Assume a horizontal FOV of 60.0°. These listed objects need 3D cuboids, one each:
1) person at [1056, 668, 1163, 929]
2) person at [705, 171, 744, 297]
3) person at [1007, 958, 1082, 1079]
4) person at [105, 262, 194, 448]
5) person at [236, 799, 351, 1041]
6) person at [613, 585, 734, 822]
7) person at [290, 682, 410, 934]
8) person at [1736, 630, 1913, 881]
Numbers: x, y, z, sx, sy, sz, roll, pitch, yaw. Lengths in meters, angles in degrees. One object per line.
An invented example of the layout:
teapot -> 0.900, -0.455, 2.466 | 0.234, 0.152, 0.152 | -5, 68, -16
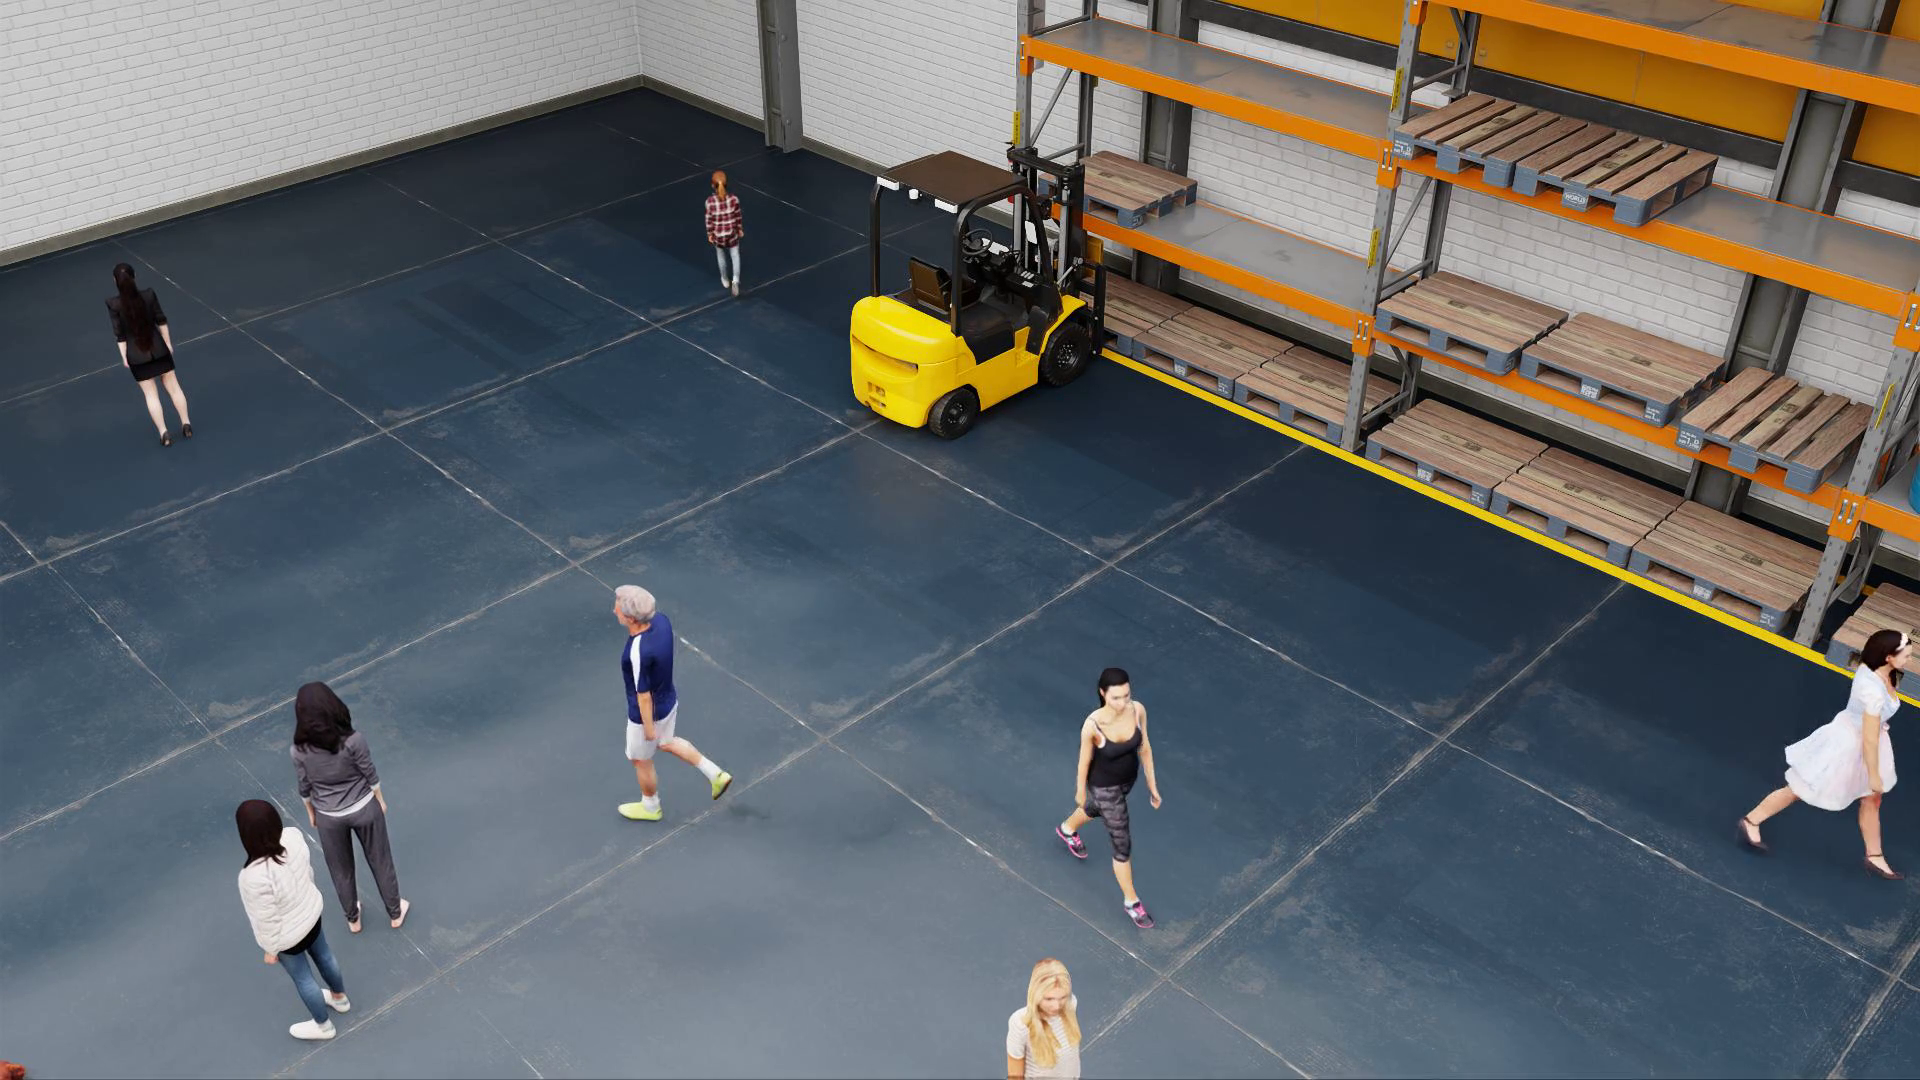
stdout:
person -> 0.844, 1.401, 9.855 | 0.726, 1.677, 1.216 | -20, 39, -28
person -> -2.390, -3.132, 17.020 | 0.773, 1.294, 0.894 | -8, 34, -11
person -> 0.366, 2.632, 7.870 | 0.516, 1.824, 0.599 | 28, 43, 36
person -> -7.004, -1.604, 14.359 | 0.603, 1.696, 0.529 | -26, 42, -34
person -> -3.593, 2.034, 8.941 | 0.731, 1.636, 0.712 | 6, 34, 9
person -> -1.822, 1.026, 10.290 | 1.091, 1.820, 0.967 | 5, 34, 7
person -> -3.517, 1.561, 9.542 | 0.668, 1.757, 0.680 | -8, 34, -11
person -> 5.187, 1.288, 9.953 | 1.260, 1.757, 0.838 | 19, 38, 26
